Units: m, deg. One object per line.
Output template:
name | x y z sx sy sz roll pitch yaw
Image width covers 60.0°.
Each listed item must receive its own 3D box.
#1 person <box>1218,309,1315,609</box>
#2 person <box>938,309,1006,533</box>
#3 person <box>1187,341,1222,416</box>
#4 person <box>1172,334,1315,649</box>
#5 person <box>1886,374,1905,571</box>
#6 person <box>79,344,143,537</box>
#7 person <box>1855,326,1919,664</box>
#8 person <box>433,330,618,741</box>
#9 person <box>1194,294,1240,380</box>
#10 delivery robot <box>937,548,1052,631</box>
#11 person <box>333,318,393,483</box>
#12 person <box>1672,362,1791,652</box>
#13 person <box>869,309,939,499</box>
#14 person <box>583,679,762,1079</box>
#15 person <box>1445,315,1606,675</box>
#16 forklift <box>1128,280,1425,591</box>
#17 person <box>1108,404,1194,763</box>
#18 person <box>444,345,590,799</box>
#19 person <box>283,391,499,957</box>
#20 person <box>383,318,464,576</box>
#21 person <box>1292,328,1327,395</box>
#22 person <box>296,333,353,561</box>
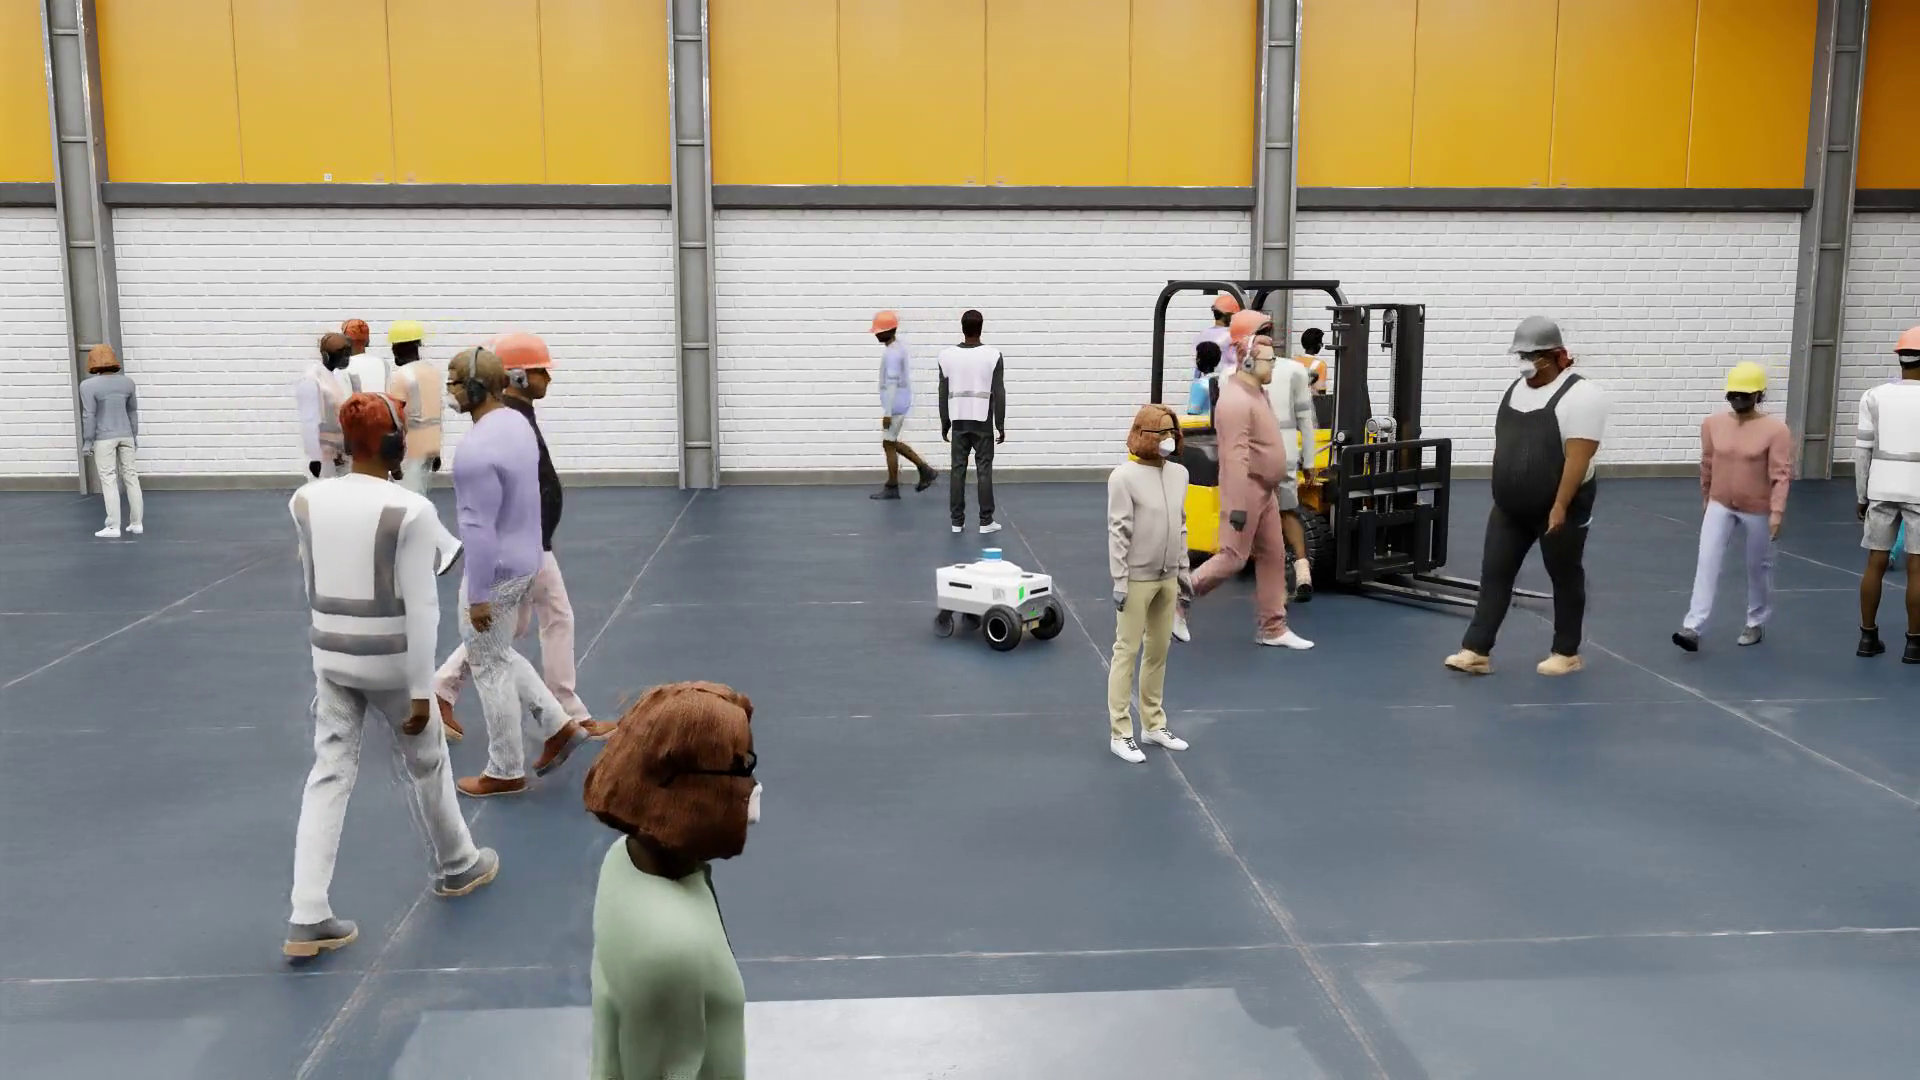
person | 2.010 -0.517 10.963 0.651 1.989 0.533 -2 9 -10
person | 0.106 -1.013 14.299 0.594 1.919 0.387 3 9 16
person | 2.119 -0.883 14.322 0.918 1.637 0.550 7 12 39
person | 1.642 -0.279 9.852 0.857 1.875 0.654 4 10 23
person | 7.248 -0.663 12.487 0.974 1.797 0.568 -8 12 -41
person | -7.197 -0.838 14.099 0.285 1.631 0.501 5 10 28
person | 5.425 -0.258 9.535 0.374 1.928 0.543 -7 12 -39
person | -2.120 0.005 7.781 0.894 1.968 0.622 -3 9 -17
person | 2.648 -1.469 16.856 0.464 2.033 0.657 -4 10 -26
delivery robot | 0.200 0.294 10.067 0.707 0.478 0.477 7 12 39
person | -4.600 -0.762 12.834 0.337 1.882 0.584 4 10 25
person | 4.528 -0.176 9.684 0.540 1.703 0.986 9 13 43
person | -0.583 -1.307 16.275 0.609 1.893 0.590 0 9 3
person | -0.417 1.006 2.570 0.341 1.619 0.502 -3 9 -17
person | 3.090 -0.239 9.061 0.946 2.000 0.689 -6 11 -34
forklift | 2.301 -0.860 12.475 1.214 2.155 2.313 -6 11 -35
person | 0.879 0.189 7.646 0.498 1.634 0.281 -8 12 -40
person | -1.923 0.151 6.967 0.477 1.925 0.647 1 9 3
person | -1.966 0.418 5.601 0.577 1.837 0.971 2 9 15
person | -3.986 -0.675 12.214 0.748 1.908 0.603 2 9 14
person | 3.502 -1.290 16.756 0.319 1.691 0.535 -5 11 -31
person | -4.729 -0.684 12.688 0.965 1.776 0.682 4 10 24
